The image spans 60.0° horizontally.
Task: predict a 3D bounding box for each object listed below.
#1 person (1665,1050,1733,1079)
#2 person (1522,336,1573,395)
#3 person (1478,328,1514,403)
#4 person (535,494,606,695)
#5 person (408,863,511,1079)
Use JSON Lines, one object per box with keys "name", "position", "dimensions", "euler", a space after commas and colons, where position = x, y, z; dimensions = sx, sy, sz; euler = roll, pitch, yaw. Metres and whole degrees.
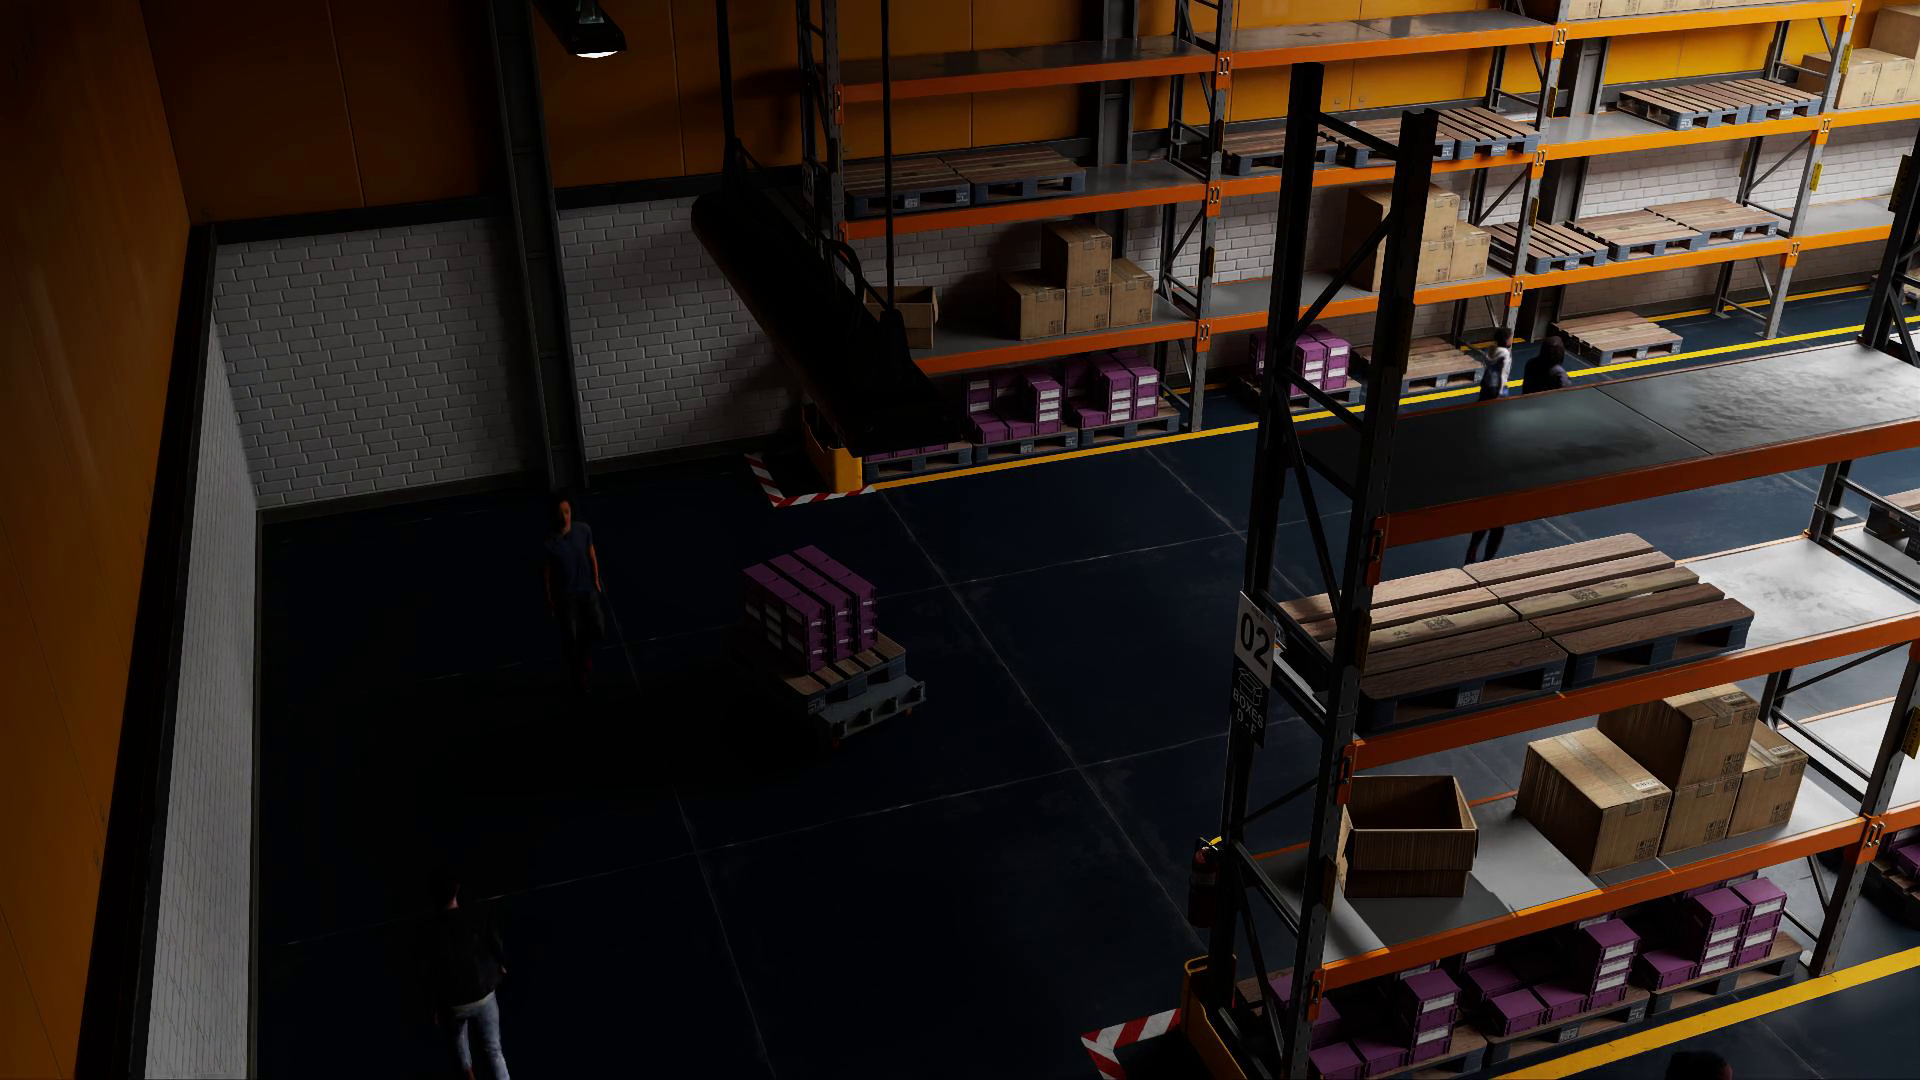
{"name": "person", "position": [3.498, 3.236, 8.431], "dimensions": [1.004, 1.706, 0.785], "euler": [-1, 29, -2]}
{"name": "person", "position": [5.918, -1.317, 16.895], "dimensions": [0.712, 1.594, 0.713], "euler": [-16, 33, -27]}
{"name": "person", "position": [5.715, -1.685, 17.946], "dimensions": [0.825, 1.233, 0.503], "euler": [-12, 31, -20]}
{"name": "person", "position": [-3.197, 0.394, 13.543], "dimensions": [0.736, 1.801, 0.832], "euler": [-21, 35, -34]}
{"name": "person", "position": [-2.767, 2.633, 9.431], "dimensions": [1.127, 1.808, 0.859], "euler": [-15, 32, -26]}
